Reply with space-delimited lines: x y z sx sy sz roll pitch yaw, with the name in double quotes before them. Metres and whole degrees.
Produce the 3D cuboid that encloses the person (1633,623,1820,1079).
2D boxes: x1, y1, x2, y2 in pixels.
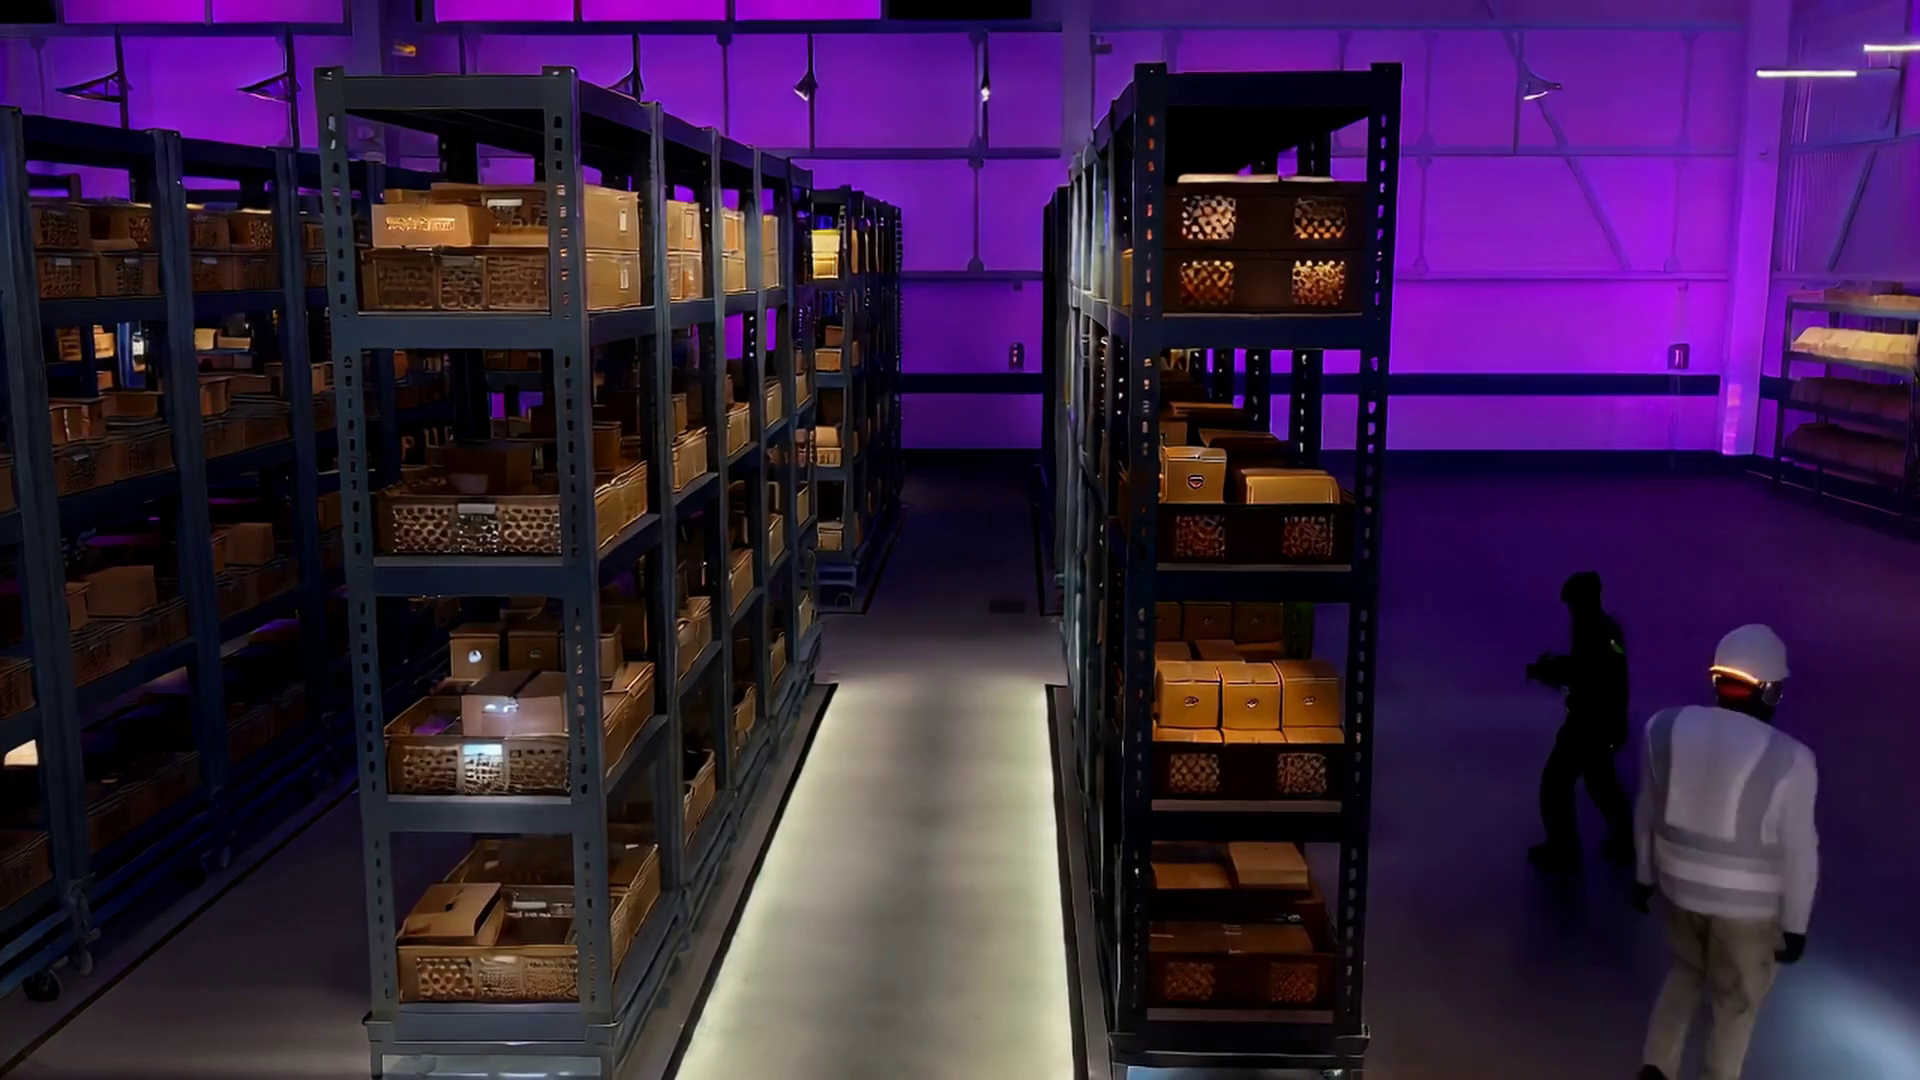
"person" 2.579 1.177 5.631 0.431 1.820 0.617 -7 12 -37
